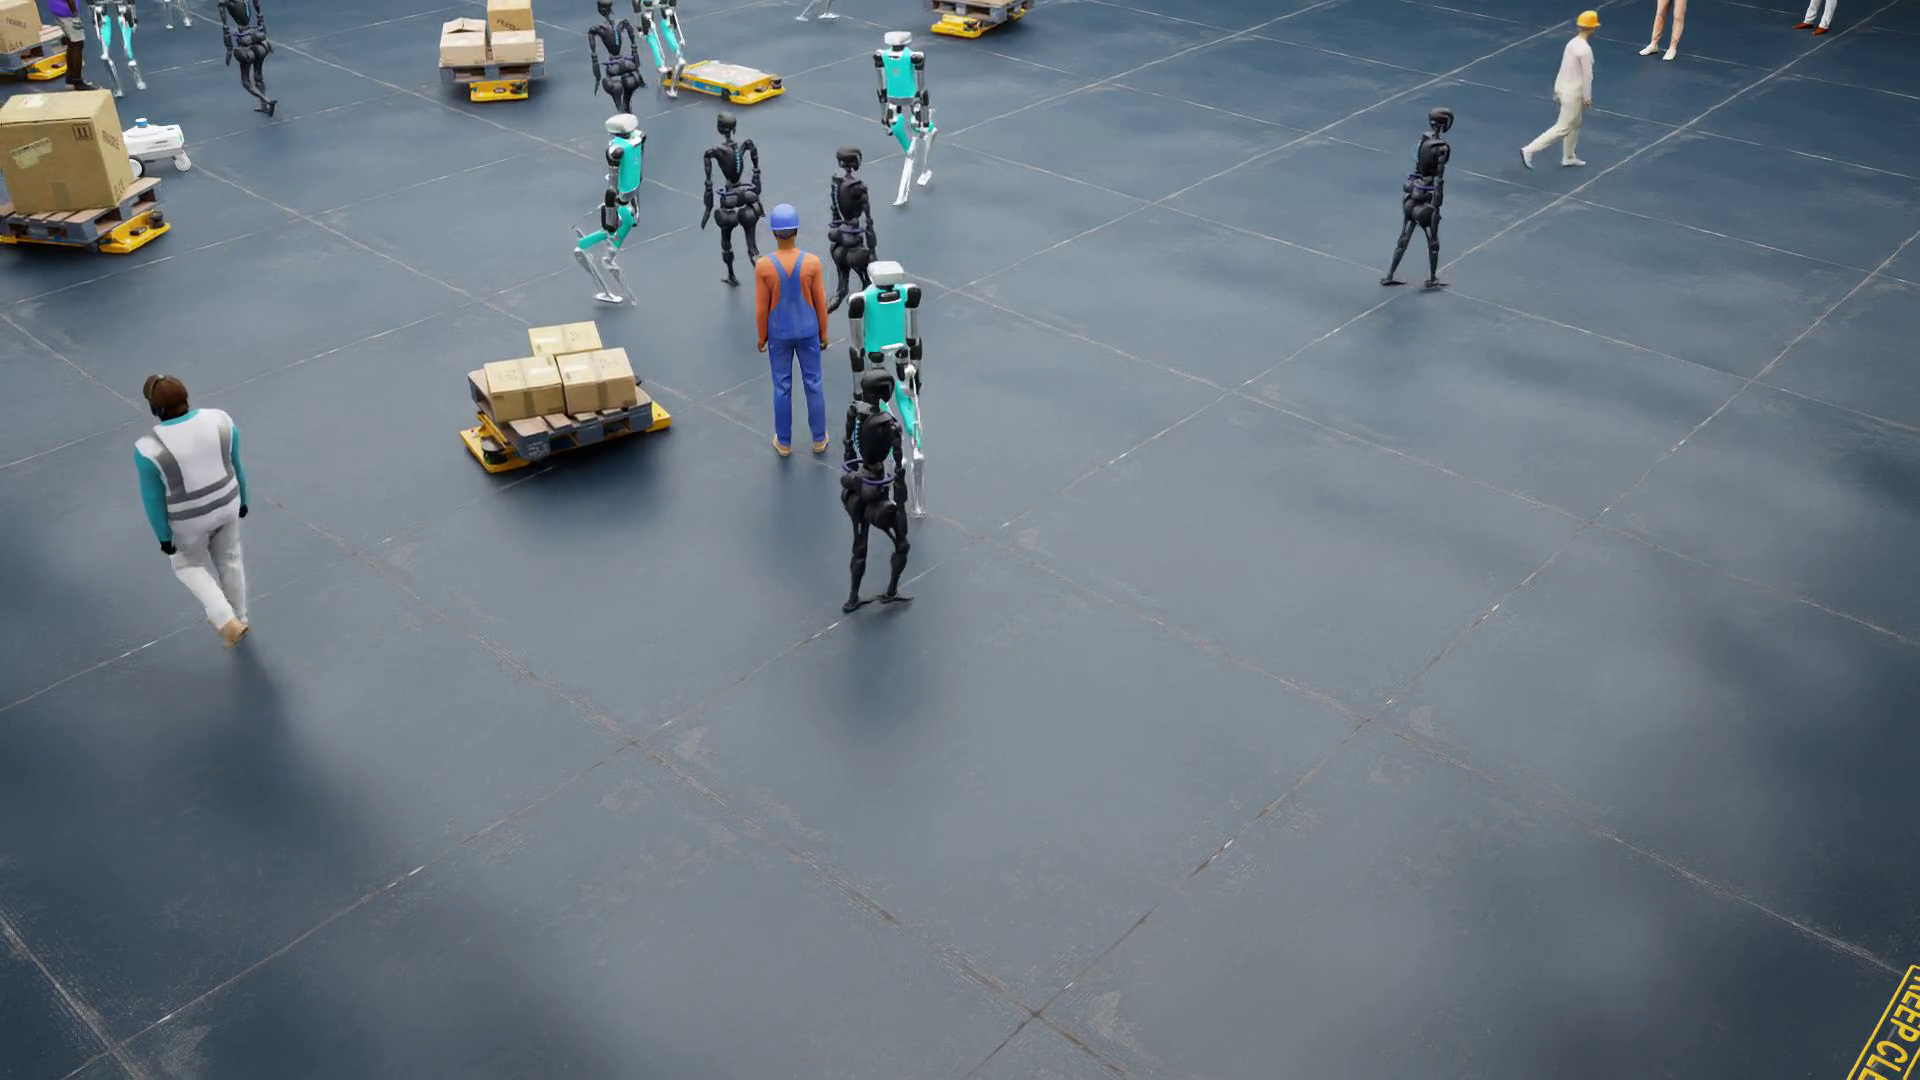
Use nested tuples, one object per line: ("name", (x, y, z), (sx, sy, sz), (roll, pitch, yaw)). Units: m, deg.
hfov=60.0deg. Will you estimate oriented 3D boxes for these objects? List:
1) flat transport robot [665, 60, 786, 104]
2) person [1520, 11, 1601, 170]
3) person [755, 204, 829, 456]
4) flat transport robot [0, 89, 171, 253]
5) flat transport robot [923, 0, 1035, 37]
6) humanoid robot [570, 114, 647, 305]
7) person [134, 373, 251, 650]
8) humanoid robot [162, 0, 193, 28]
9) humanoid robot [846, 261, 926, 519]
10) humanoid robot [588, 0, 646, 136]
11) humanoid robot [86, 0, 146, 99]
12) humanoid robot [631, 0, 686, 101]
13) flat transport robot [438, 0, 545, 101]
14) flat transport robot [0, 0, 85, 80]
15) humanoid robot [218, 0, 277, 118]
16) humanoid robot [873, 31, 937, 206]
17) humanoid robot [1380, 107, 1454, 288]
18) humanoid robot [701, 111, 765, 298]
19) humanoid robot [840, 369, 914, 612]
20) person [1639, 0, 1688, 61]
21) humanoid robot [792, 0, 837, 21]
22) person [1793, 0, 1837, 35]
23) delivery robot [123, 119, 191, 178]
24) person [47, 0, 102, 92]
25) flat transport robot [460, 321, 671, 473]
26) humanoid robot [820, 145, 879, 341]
("flat transport robot", (-2.851, -5.532, 20.062), (1.431, 0.231, 0.659), (21, 38, 30))
("person", (6.316, -4.671, 17.347), (0.739, 1.662, 0.456), (-1, 32, -2))
("person", (-1.207, -1.499, 12.019), (0.513, 1.904, 0.366), (-5, 32, -8))
("flat transport robot", (-8.434, -3.019, 16.015), (1.431, 0.231, 0.659), (7, 32, 11))
("flat transport robot", (0.250, -7.124, 22.626), (0.659, 0.231, 1.431), (17, 36, 26))
("humanoid robot", (-3.051, -2.774, 14.275), (0.842, 1.813, 0.544), (10, 33, 15))
("person", (-4.512, -0.147, 9.923), (0.500, 1.829, 0.625), (23, 39, 32))
("humanoid robot", (-10.613, -7.670, 22.120), (0.533, 1.796, 0.716), (-25, 40, -34))
("humanoid robot", (-0.390, -0.920, 11.318), (0.537, 1.850, 0.789), (-16, 35, -24))
("humanoid robot", (-3.675, -5.022, 17.957), (0.588, 1.629, 0.761), (-22, 38, -31))
("humanoid robot", (-9.952, -6.051, 19.521), (0.538, 1.773, 0.882), (-9, 33, -14))
("humanoid robot", (-3.460, -5.917, 19.363), (0.552, 1.865, 0.690), (-17, 36, -26))
("flat transport robot", (-5.640, -5.626, 20.213), (0.659, 0.231, 1.431), (-6, 32, -10))
("flat transport robot", (-11.762, -5.960, 20.752), (1.431, 0.231, 0.659), (9, 33, 14))
("humanoid robot", (-8.040, -5.646, 18.920), (0.561, 1.632, 0.607), (17, 35, 25))
("humanoid robot", (-0.475, -4.282, 16.711), (0.551, 1.767, 1.040), (12, 34, 18))
("humanoid robot", (4.129, -3.022, 14.699), (0.611, 1.640, 0.588), (-4, 32, -7))
("humanoid robot", (-1.951, -2.932, 14.579), (0.599, 1.626, 0.740), (-21, 37, -30))
("humanoid robot", (-0.557, -0.299, 10.309), (0.426, 1.644, 0.596), (-25, 40, -35))
("person", (9.013, -7.005, 20.913), (0.366, 1.874, 0.512), (-25, 40, -34))
("humanoid robot", (-1.904, -7.814, 22.371), (0.972, 1.763, 0.534), (7, 33, 12))
("person", (11.502, -7.626, 21.954), (0.369, 1.834, 0.502), (-12, 34, -18))
("delivery robot", (-8.586, -4.138, 17.544), (0.774, 0.592, 0.499), (-17, 36, -25))
("person", (-10.570, -6.286, 19.704), (0.459, 1.940, 0.630), (-27, 41, -36))
("flat transport robot", (-2.981, -0.885, 12.579), (1.431, 0.231, 0.659), (-19, 36, -27))
("humanoid robot", (-0.954, -2.440, 13.773), (0.690, 1.634, 0.584), (-23, 39, -33))
